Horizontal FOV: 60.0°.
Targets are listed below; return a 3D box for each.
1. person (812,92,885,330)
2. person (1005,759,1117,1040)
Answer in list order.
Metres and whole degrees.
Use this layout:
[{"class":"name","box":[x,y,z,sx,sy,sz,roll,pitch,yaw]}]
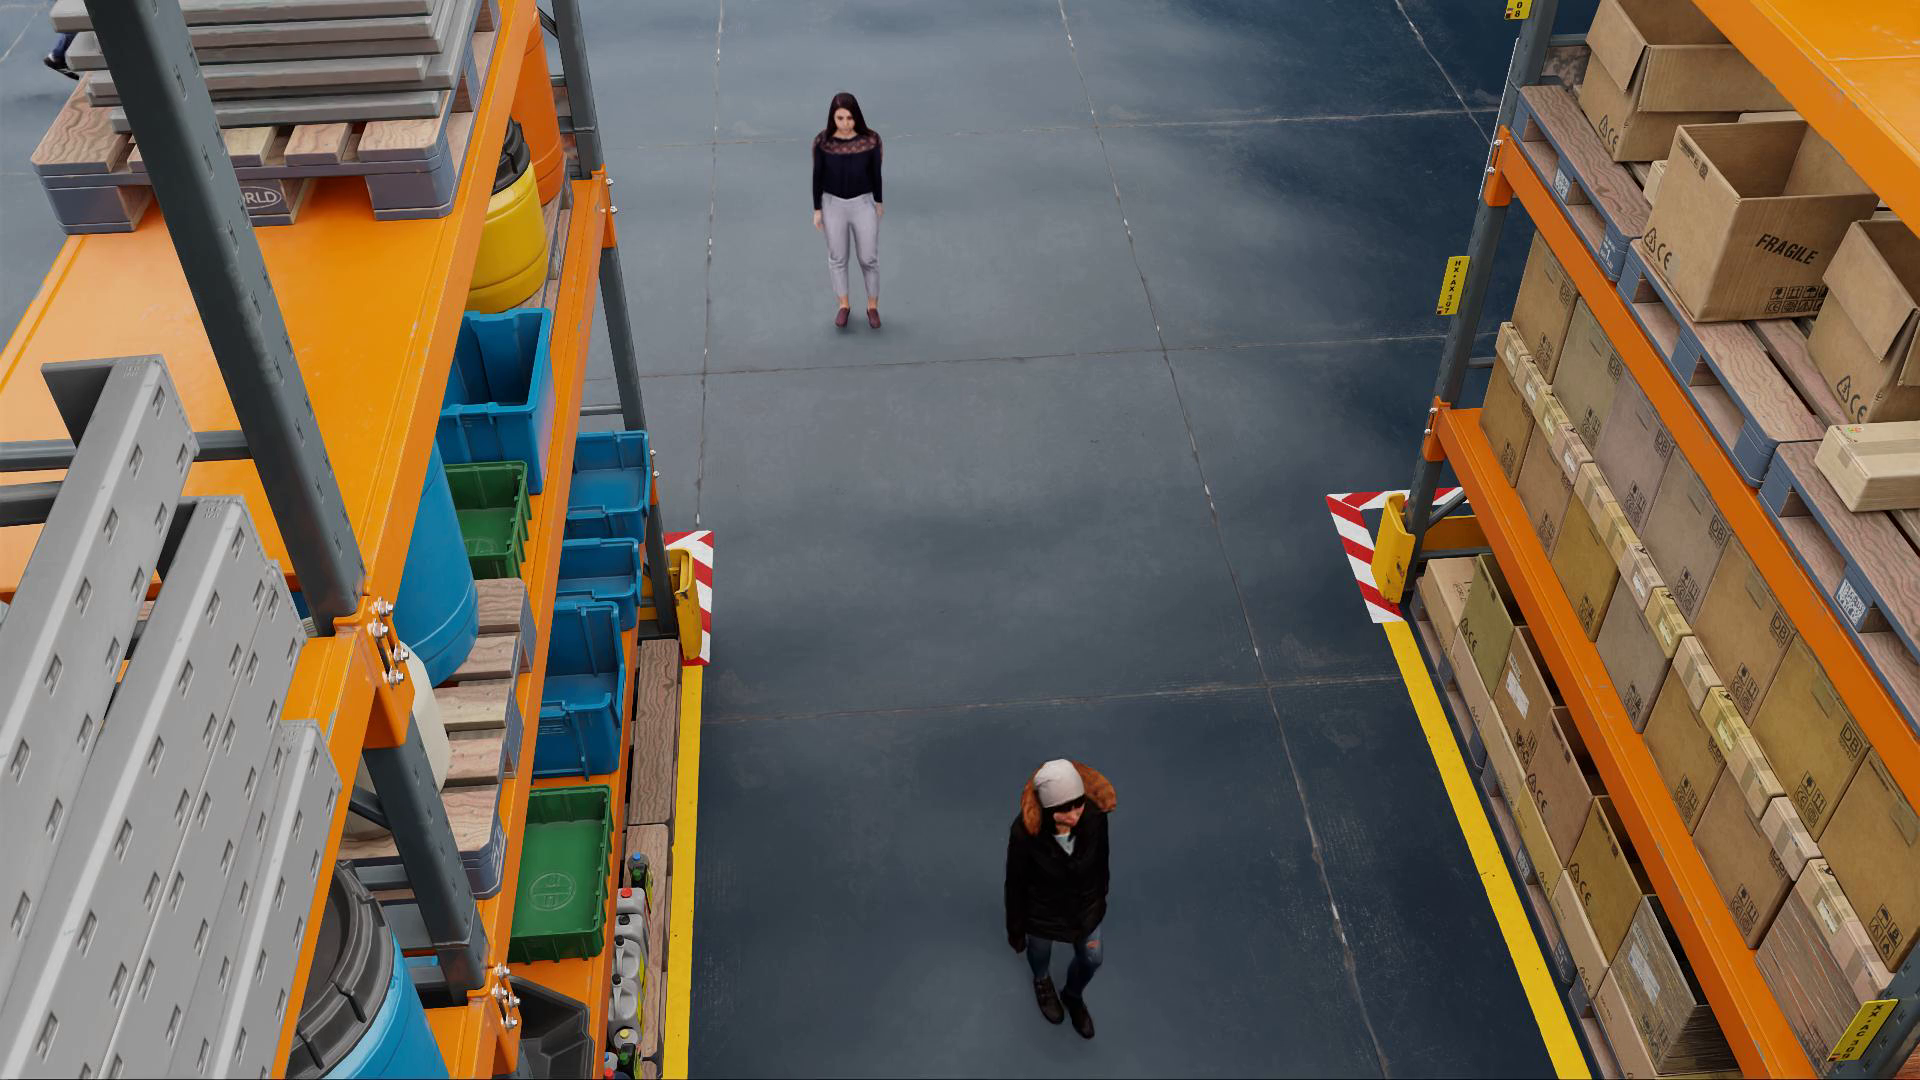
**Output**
[{"class":"person","box":[-0.723,-2.118,10.662,0.622,1.607,0.609,0,42,0]},{"class":"person","box":[0.376,1.397,6.779,0.713,1.624,0.714,-13,44,-14]}]
